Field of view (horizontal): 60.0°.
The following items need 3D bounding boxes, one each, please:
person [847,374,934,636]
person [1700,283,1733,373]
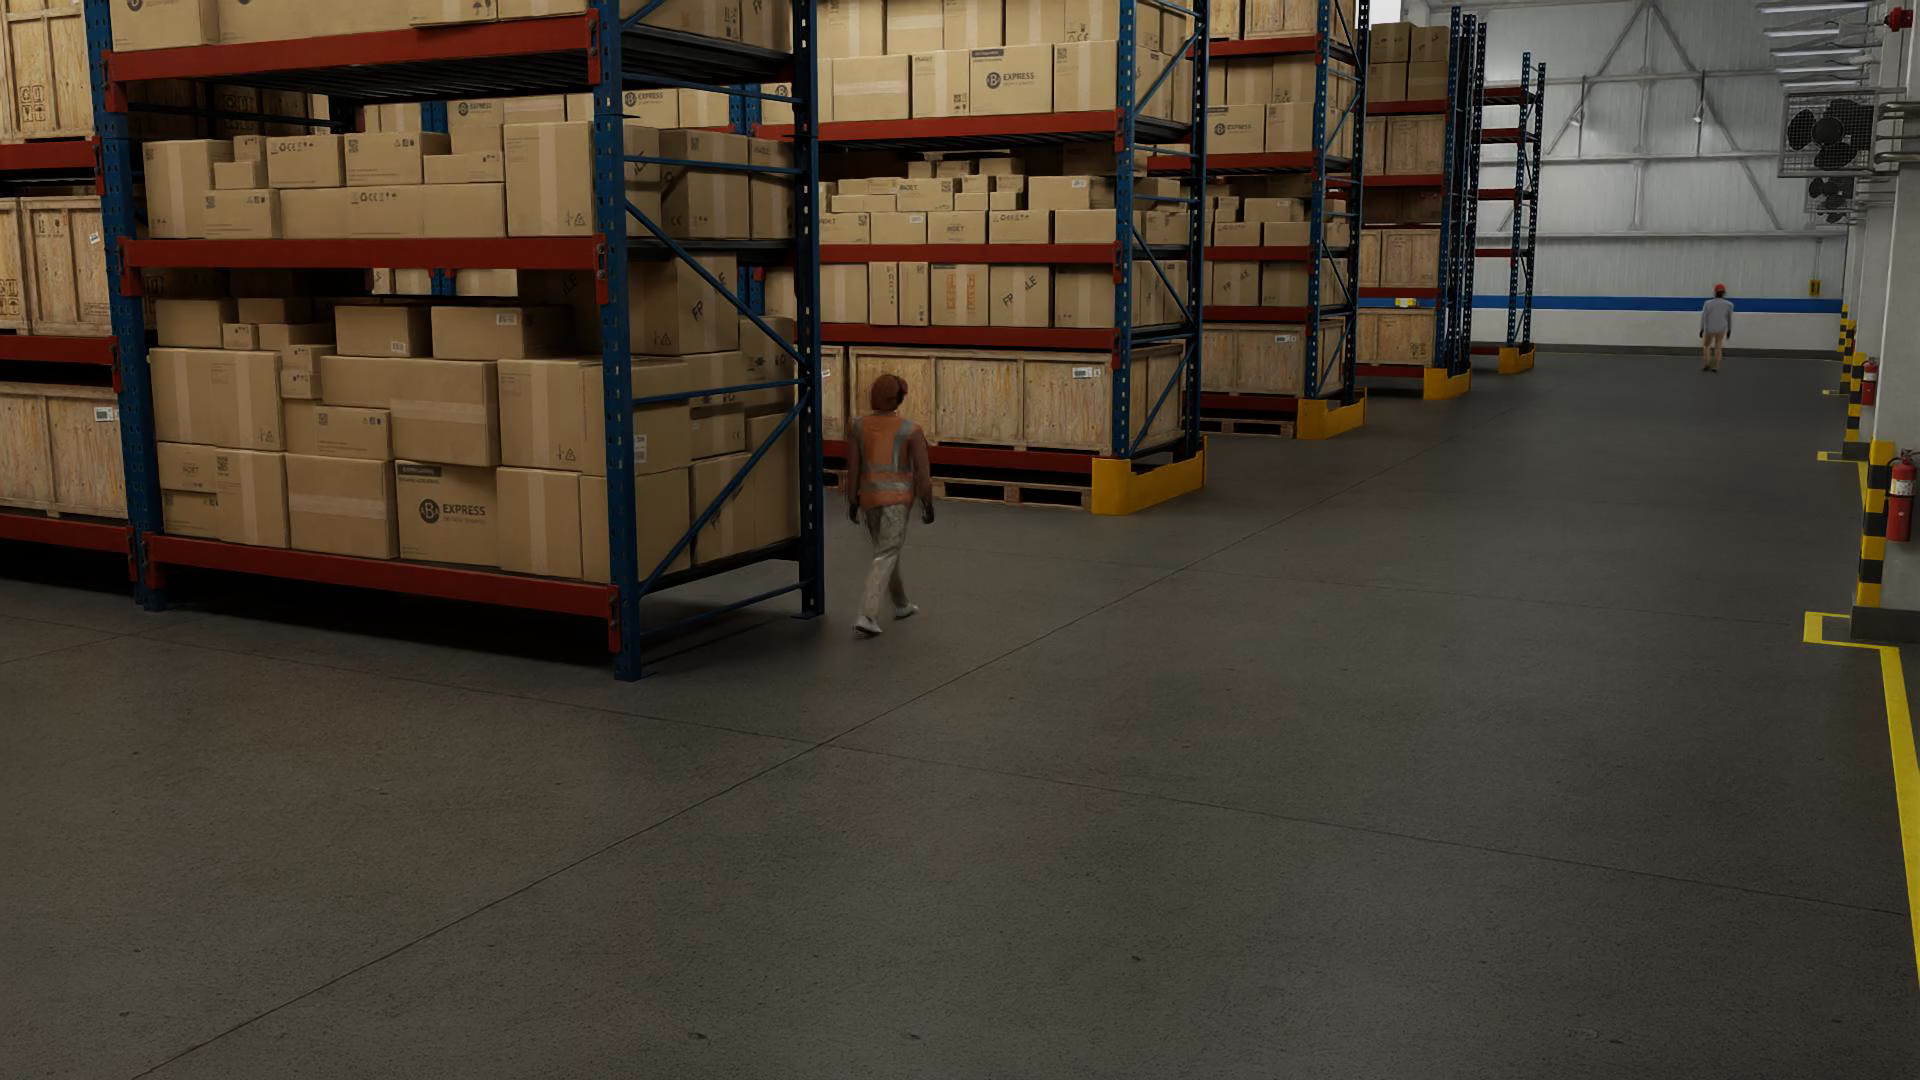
[{"bbox_3d":[-0.444,-0.227,10.287,0.534,1.594,0.870,5,11,27],"label":"person"},{"bbox_3d":[14.725,-4.125,32.426,0.598,1.730,0.630,2,10,14],"label":"person"}]
